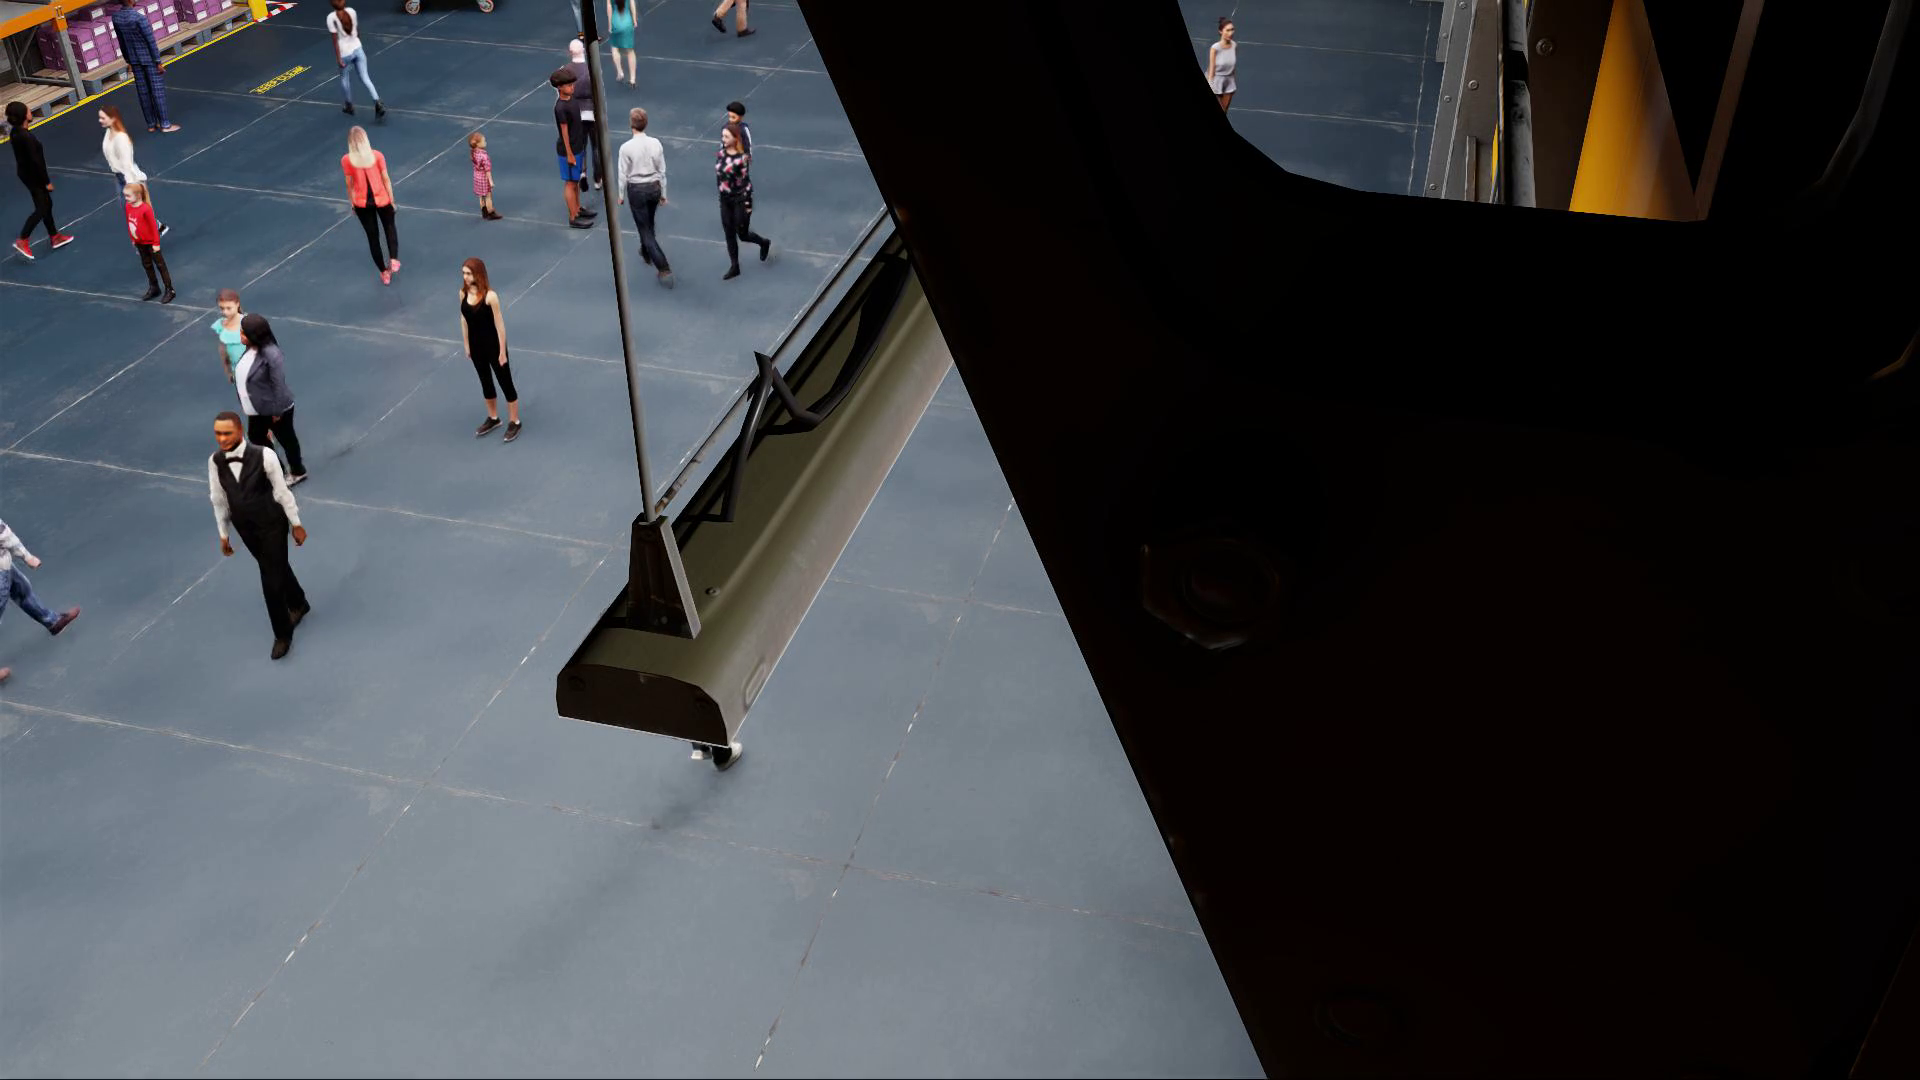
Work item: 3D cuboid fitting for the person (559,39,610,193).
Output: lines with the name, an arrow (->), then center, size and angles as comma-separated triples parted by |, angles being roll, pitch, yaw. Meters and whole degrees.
person -> -4.407, -4.935, 19.544 | 0.876, 1.805, 1.069 | -2, 34, -3

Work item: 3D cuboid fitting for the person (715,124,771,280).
person -> -2.337, -3.615, 17.680 | 0.791, 1.670, 0.964 | 24, 41, 32

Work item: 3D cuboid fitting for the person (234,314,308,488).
person -> -5.785, -1.197, 14.117 | 0.766, 1.588, 0.784 | 24, 40, 31

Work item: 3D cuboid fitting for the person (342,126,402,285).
person -> -6.170, -3.491, 17.484 | 0.788, 1.681, 0.852 | -10, 35, -14

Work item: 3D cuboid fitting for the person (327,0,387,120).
person -> -7.916, -6.330, 21.742 | 1.082, 1.696, 1.012 | -29, 43, -36

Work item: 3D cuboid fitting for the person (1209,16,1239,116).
person -> 3.287, -5.751, 20.950 | 0.640, 1.608, 0.704 | -19, 38, -26

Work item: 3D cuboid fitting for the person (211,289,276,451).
person -> -6.272, -1.552, 14.701 | 0.741, 1.532, 0.944 | -1, 34, -1

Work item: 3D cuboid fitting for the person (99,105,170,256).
person -> -8.988, -3.948, 18.171 | 0.821, 1.681, 0.772 | -25, 41, -32

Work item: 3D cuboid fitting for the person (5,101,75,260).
person -> -10.176, -3.923, 18.165 | 1.012, 1.646, 0.884 | -26, 41, -33

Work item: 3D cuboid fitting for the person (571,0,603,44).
person -> -5.606, -8.217, 24.592 | 0.648, 1.683, 0.591 | 3, 34, 4

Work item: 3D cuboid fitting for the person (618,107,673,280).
person -> -3.321, -3.632, 17.600 | 1.190, 1.787, 1.193 | -21, 39, -29

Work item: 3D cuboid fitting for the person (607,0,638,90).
person -> -4.608, -7.013, 22.796 | 0.797, 1.666, 0.861 | -16, 37, -22

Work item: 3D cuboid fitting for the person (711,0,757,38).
person -> -3.419, -8.411, 24.677 | 1.081, 1.912, 0.992 | -23, 40, -31

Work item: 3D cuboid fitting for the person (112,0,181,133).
person -> -10.496, -6.159, 21.368 | 0.680, 1.824, 0.609 | 7, 34, 10

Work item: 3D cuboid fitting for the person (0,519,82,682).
person -> -6.970, 0.218, 11.798 | 0.956, 1.798, 1.294 | 21, 39, 29

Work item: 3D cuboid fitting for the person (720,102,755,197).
person -> -2.571, -4.538, 19.480 | 0.588, 1.214, 0.609 | 20, 38, 27

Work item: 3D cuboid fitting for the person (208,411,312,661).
person -> -5.105, -0.152, 12.266 | 0.796, 1.895, 1.004 | 5, 34, 7

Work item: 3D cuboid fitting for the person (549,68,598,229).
person -> -4.418, -4.444, 18.814 | 0.714, 1.794, 0.575 | 1, 34, 2

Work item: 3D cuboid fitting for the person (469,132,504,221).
person -> -5.488, -4.186, 19.124 | 0.493, 1.023, 0.533 | 26, 42, 34

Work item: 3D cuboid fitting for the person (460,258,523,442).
person -> -4.180, -1.710, 14.764 | 0.604, 1.725, 0.557 | 14, 36, 19

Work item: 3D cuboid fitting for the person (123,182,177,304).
person -> -8.441, -3.106, 17.266 | 0.492, 1.281, 0.490 | 10, 35, 14
